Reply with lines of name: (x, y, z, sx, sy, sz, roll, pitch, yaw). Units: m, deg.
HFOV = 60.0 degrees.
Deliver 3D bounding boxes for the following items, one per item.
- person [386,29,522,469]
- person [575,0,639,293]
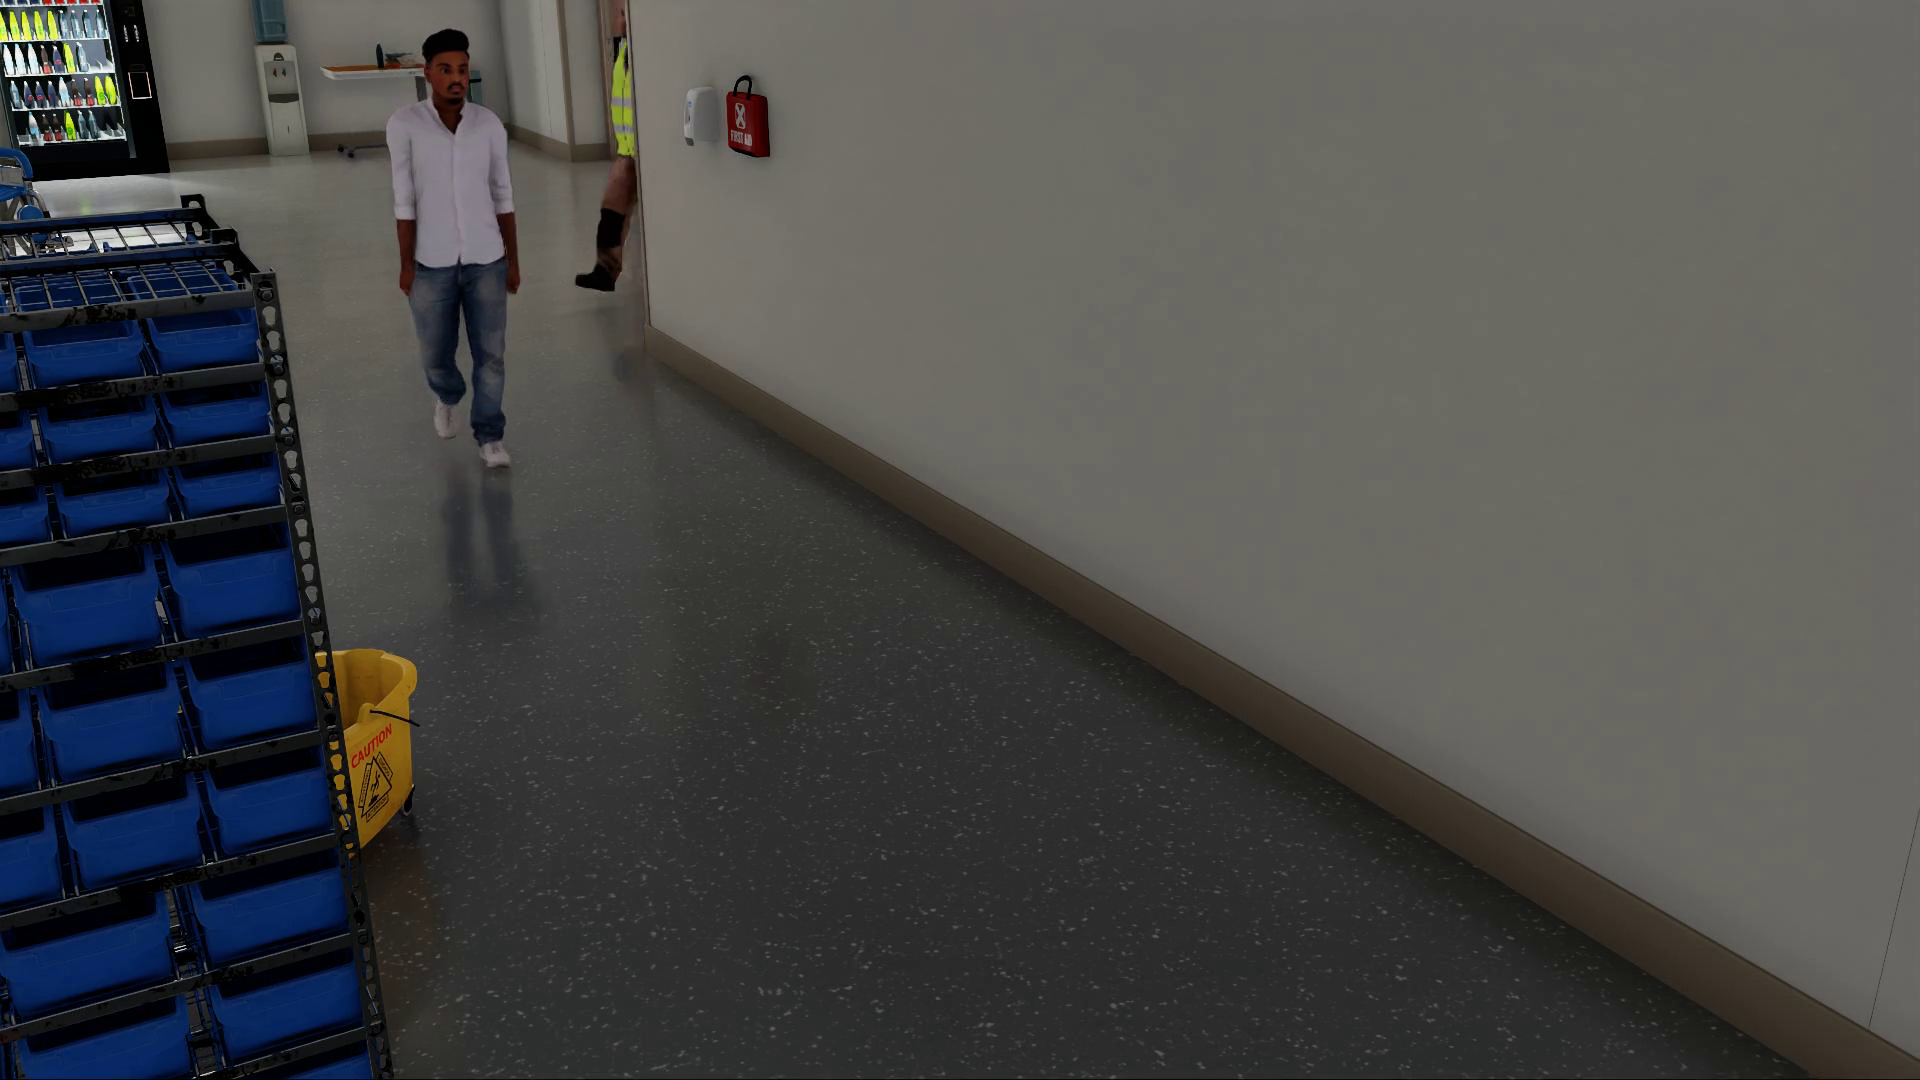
person: (-2.120, -1.216, 6.995, 0.816, 1.802, 0.766, -9, 22, -22)
person: (-1.817, -2.366, 10.024, 0.943, 1.806, 1.095, 18, 27, 39)
